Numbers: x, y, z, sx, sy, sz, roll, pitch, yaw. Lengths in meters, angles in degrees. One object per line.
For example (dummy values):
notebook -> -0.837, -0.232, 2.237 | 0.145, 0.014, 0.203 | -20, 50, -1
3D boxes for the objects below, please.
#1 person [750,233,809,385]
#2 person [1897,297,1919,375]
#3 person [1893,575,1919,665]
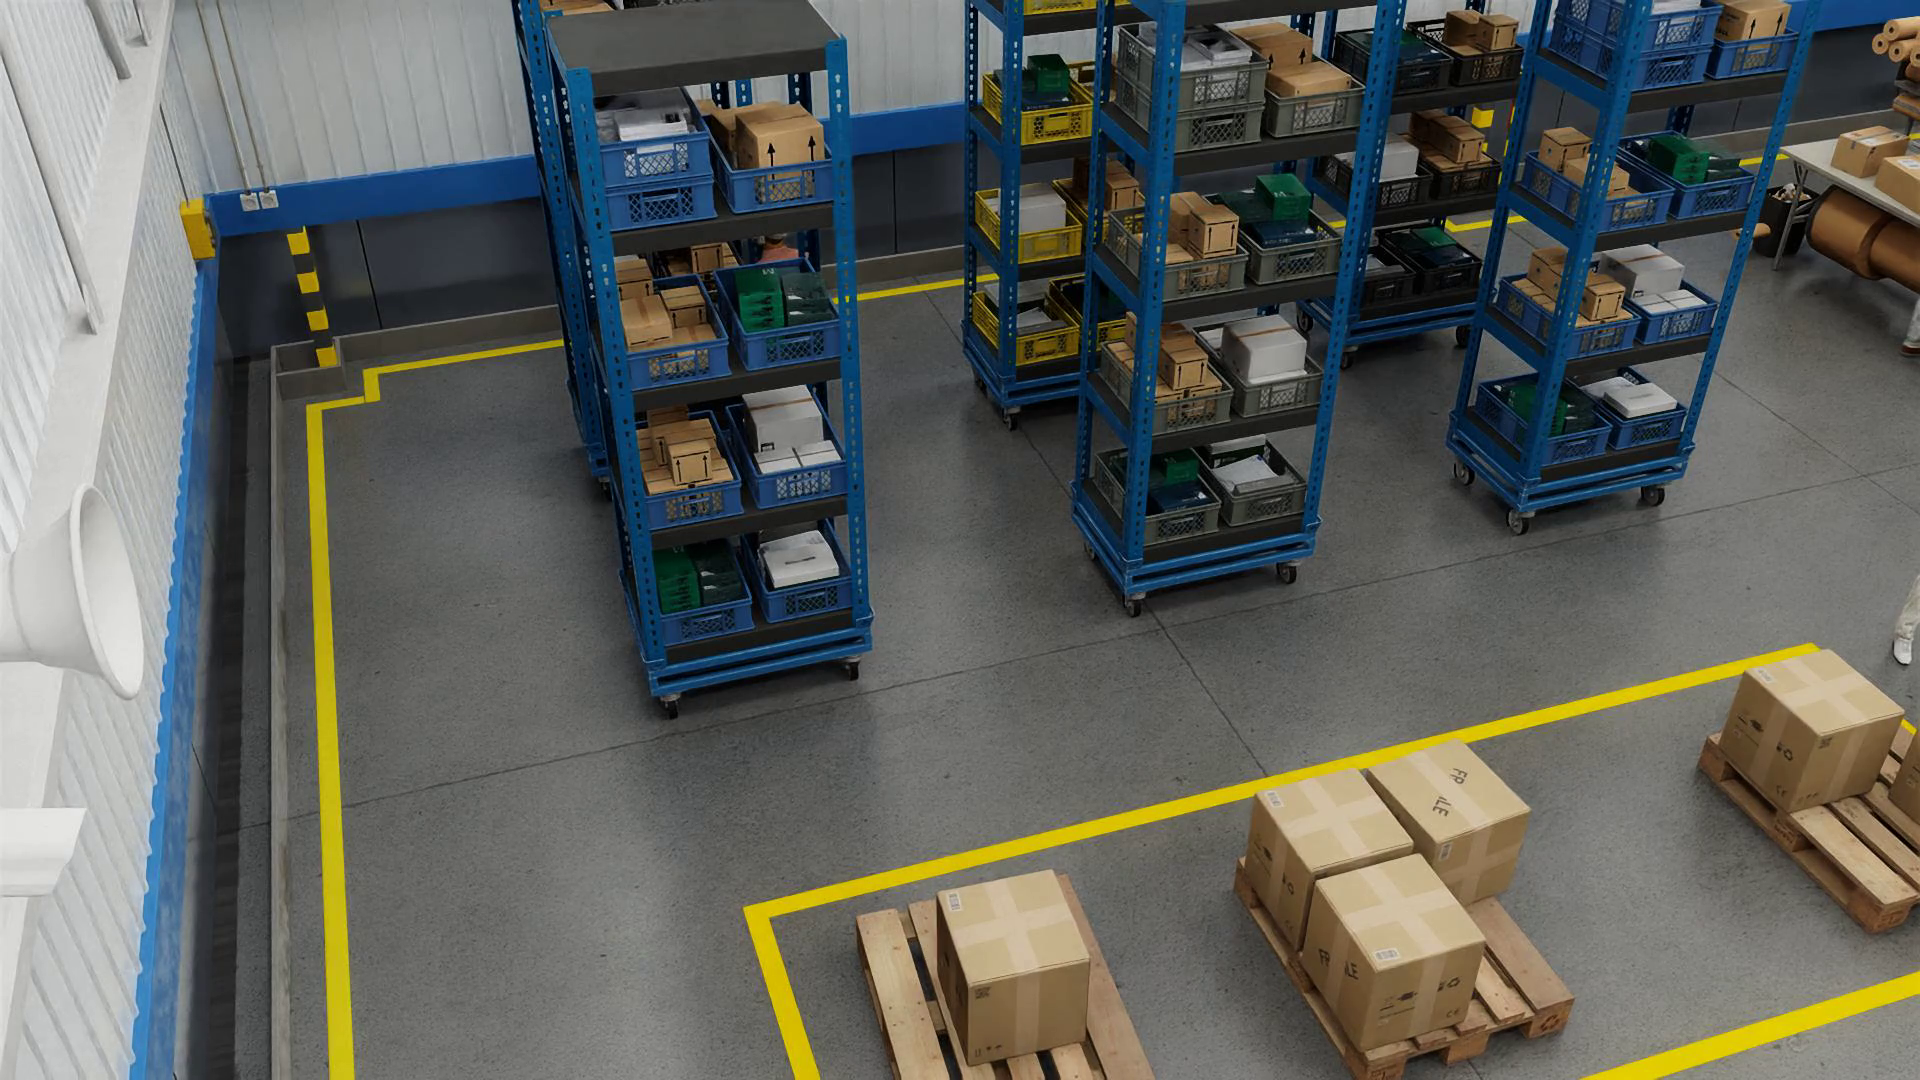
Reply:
person -> -1.110, -1.166, 10.215 | 0.620, 1.982, 0.412 | -28, 44, -34
person -> 7.032, -2.046, 11.511 | 0.373, 1.931, 0.625 | -1, 35, -2
person -> 5.442, -0.036, 8.901 | 0.514, 1.641, 0.309 | 2, 35, 2
